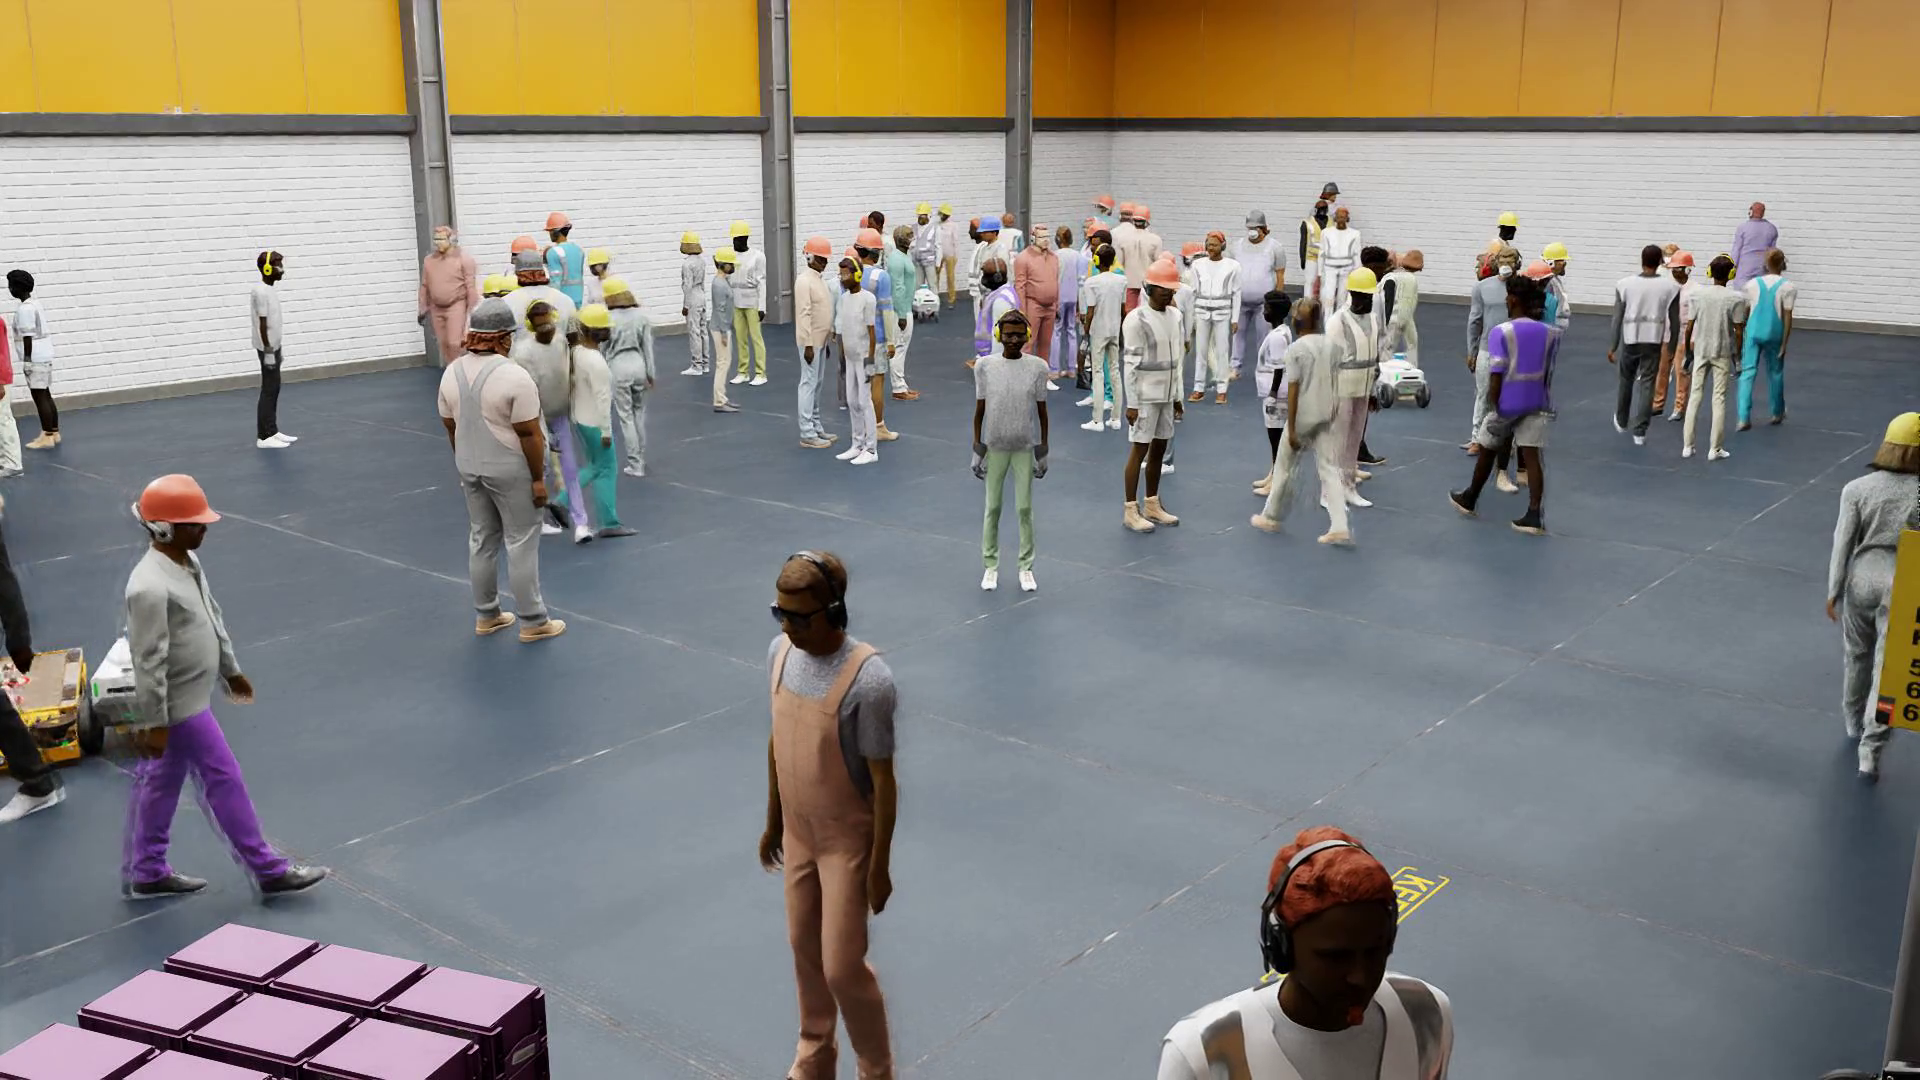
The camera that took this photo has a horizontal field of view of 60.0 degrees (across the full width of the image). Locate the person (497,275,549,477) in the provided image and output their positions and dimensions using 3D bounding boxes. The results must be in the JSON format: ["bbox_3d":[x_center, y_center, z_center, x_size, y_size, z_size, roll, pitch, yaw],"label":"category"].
[{"bbox_3d":[-3.799,-1.375,14.227,0.533,1.768,0.311,-2,14,-6],"label":"person"}]

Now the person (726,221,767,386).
[{"bbox_3d":[-2.525,-2.771,19.505,0.587,1.920,0.383,9,16,31],"label":"person"}]

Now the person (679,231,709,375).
[{"bbox_3d":[-3.274,-2.899,20.364,0.295,1.744,0.489,4,15,15],"label":"person"}]

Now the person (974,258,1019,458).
[{"bbox_3d":[0.344,-1.664,15.255,0.429,1.830,0.636,1,14,3],"label":"person"}]

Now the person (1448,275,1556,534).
[{"bbox_3d":[4.183,-1.052,12.632,0.623,1.905,1.019,-5,15,-19],"label":"person"}]

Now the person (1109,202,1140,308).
[{"bbox_3d":[2.386,-3.788,23.514,0.619,1.954,0.908,-4,15,-16],"label":"person"}]

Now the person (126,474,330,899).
[{"bbox_3d":[-2.919,0.582,6.489,0.833,1.711,0.583,-4,15,-15],"label":"person"}]

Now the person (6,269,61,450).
[{"bbox_3d":[-8.741,-1.707,15.715,0.320,1.686,0.539,-5,15,-18],"label":"person"}]

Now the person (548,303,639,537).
[{"bbox_3d":[-2.707,-0.861,12.195,0.549,1.749,0.541,-8,16,-28],"label":"person"}]

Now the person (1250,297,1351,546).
[{"bbox_3d":[2.560,-0.863,12.139,0.517,1.803,0.942,-7,16,-27],"label":"person"}]

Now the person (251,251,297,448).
[{"bbox_3d":[-6.537,-1.806,15.785,0.368,1.854,0.527,-2,14,-9],"label":"person"}]

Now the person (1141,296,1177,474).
[{"bbox_3d":[1.745,-1.392,14.562,0.265,1.632,0.508,-3,14,-10],"label":"person"}]

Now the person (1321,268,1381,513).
[{"bbox_3d":[3.126,-1.179,13.132,0.622,1.919,0.409,-12,18,-40],"label":"person"}]

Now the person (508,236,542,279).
[{"bbox_3d":[-4.356,-2.079,16.713,0.387,1.929,0.546,-4,15,-16],"label":"person"}]

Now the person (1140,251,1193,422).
[{"bbox_3d":[2.099,-2.077,17.060,0.571,1.747,0.342,-1,14,-5],"label":"person"}]

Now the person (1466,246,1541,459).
[{"bbox_3d":[4.958,-1.716,15.235,0.636,1.939,0.363,6,15,22],"label":"person"}]

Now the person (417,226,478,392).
[{"bbox_3d":[-5.839,-2.596,18.852,0.685,1.890,0.531,4,15,16],"label":"person"}]

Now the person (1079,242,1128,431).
[{"bbox_3d":[1.425,-2.019,16.585,0.519,1.873,0.328,-8,16,-28],"label":"person"}]

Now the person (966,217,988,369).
[{"bbox_3d":[0.261,-3.079,20.795,0.337,1.882,0.585,-2,14,-8],"label":"person"}]

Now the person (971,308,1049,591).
[{"bbox_3d":[0.328,-0.582,10.878,0.509,1.860,0.334,0,14,2],"label":"person"}]

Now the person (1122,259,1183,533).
[{"bbox_3d":[1.481,-1.081,12.495,0.388,2.039,0.614,14,19,43],"label":"person"}]

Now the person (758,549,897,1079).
[{"bbox_3d":[-0.419,0.904,4.996,0.403,1.831,0.529,-13,19,-42],"label":"person"}]

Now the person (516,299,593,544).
[{"bbox_3d":[-2.963,-0.859,12.091,0.835,1.800,0.565,12,18,39],"label":"person"}]

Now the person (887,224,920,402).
[{"bbox_3d":[-0.632,-2.513,18.423,0.372,1.940,0.630,0,14,2],"label":"person"}]

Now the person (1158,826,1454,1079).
[{"bbox_3d":[0.599,1.392,2.930,0.585,1.882,0.340,-6,15,-21],"label":"person"}]

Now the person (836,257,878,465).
[{"bbox_3d":[-0.939,-1.615,15.014,0.346,1.857,0.523,-11,18,-36],"label":"person"}]

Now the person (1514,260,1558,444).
[{"bbox_3d":[5.467,-1.785,15.888,0.333,1.749,0.574,11,18,37],"label":"person"}]

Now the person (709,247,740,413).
[{"bbox_3d":[-2.491,-2.228,17.664,0.341,1.755,0.532,-1,14,-5],"label":"person"}]

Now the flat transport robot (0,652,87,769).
[{"bbox_3d":[-4.812,0.837,8.417,0.652,0.197,1.431,-7,15,-25],"label":"flat transport robot"}]

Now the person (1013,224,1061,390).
[{"bbox_3d":[0.909,-2.635,18.979,0.646,1.908,0.408,-12,18,-40],"label":"person"}]

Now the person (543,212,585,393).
[{"bbox_3d":[-4.513,-2.698,18.959,0.407,2.039,0.609,5,15,21],"label":"person"}]

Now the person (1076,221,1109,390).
[{"bbox_3d":[1.566,-2.695,19.179,0.385,1.930,0.547,10,17,36],"label":"person"}]

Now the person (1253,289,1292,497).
[{"bbox_3d":[2.584,-1.207,13.691,0.315,1.697,0.541,3,14,11],"label":"person"}]

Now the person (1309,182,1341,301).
[{"bbox_3d":[6.386,-5.177,28.860,0.535,2.000,0.684,-7,16,-27],"label":"person"}]

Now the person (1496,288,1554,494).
[{"bbox_3d":[4.704,-1.240,13.828,0.536,1.696,0.318,-8,16,-28],"label":"person"}]
